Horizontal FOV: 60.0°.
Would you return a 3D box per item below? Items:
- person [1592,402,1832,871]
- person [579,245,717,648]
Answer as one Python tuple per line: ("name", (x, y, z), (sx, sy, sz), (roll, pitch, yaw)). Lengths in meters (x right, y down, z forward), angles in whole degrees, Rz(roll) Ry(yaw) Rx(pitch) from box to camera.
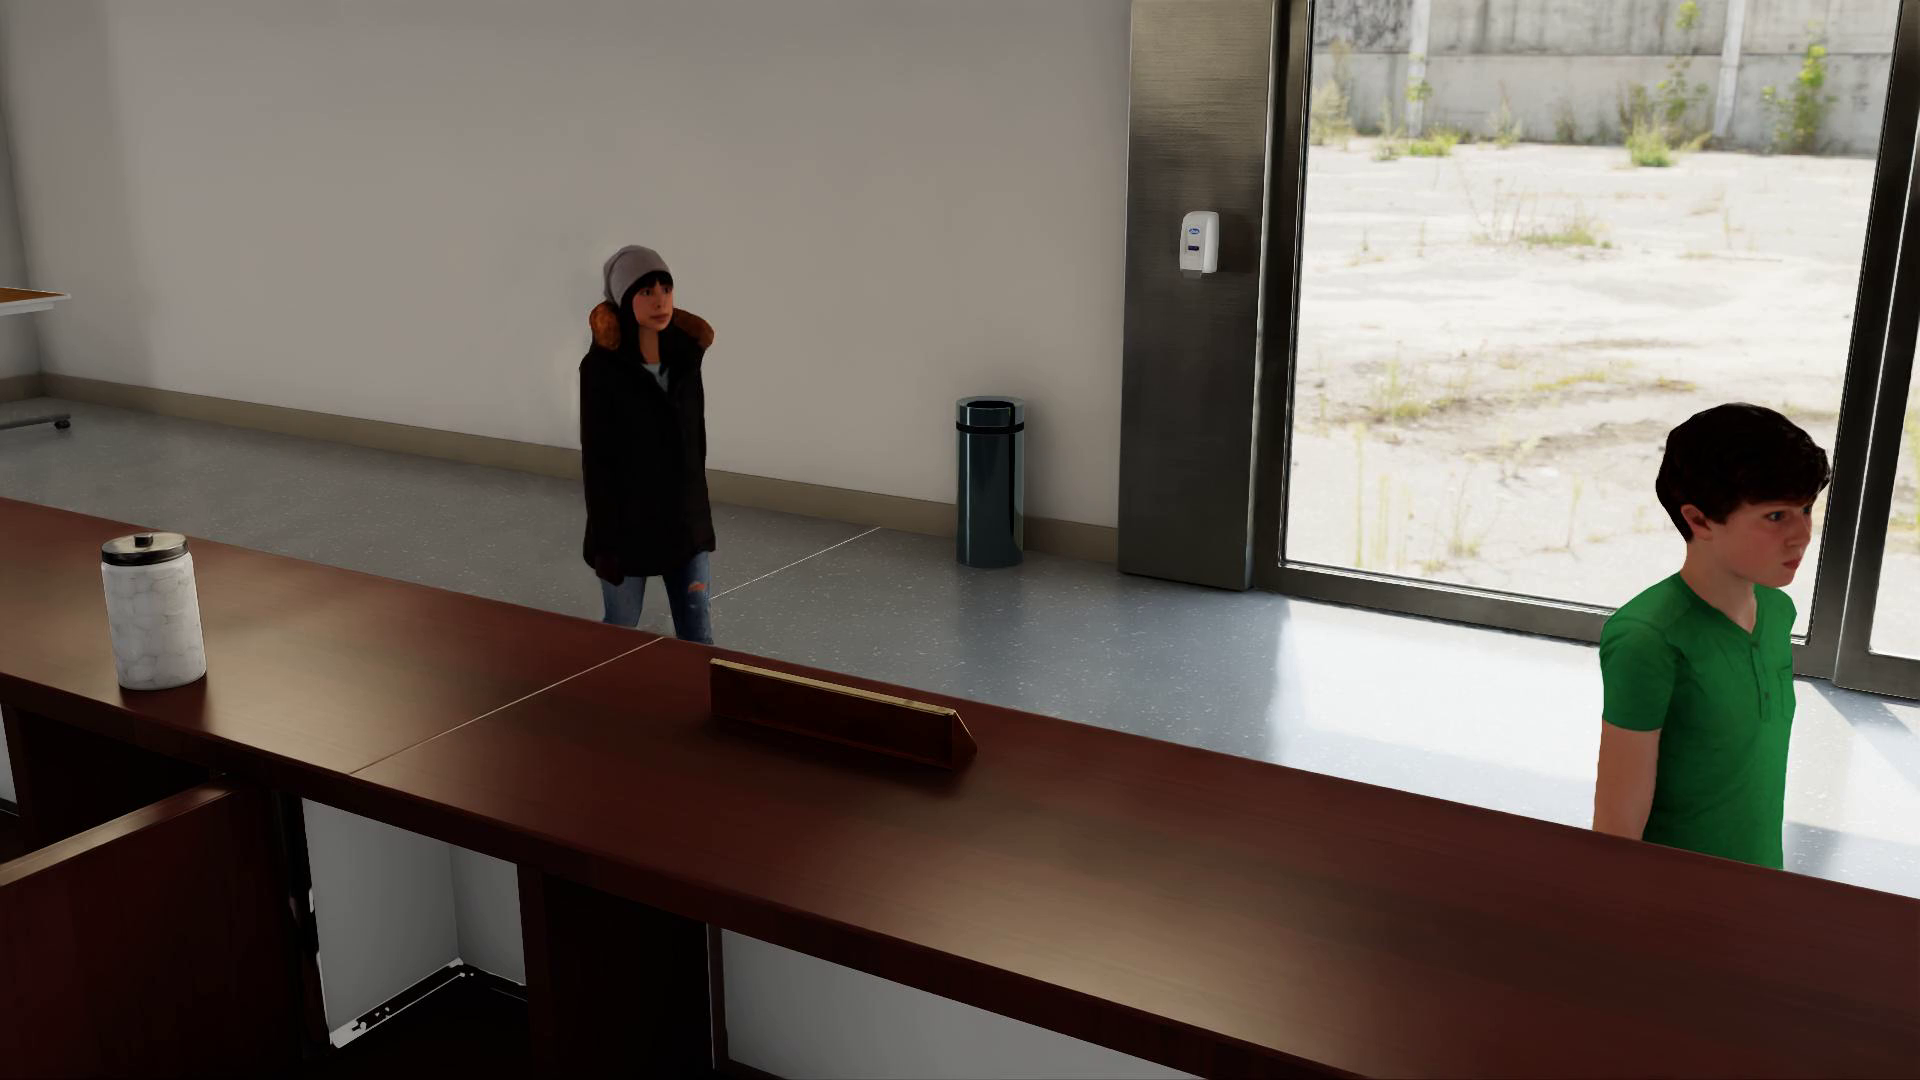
("person", (1.101, 0.589, 2.617), (0.601, 1.651, 0.727), (-11, 19, -33))
("person", (-0.974, -0.053, 5.001), (1.070, 1.592, 0.934), (-13, 20, -38))
